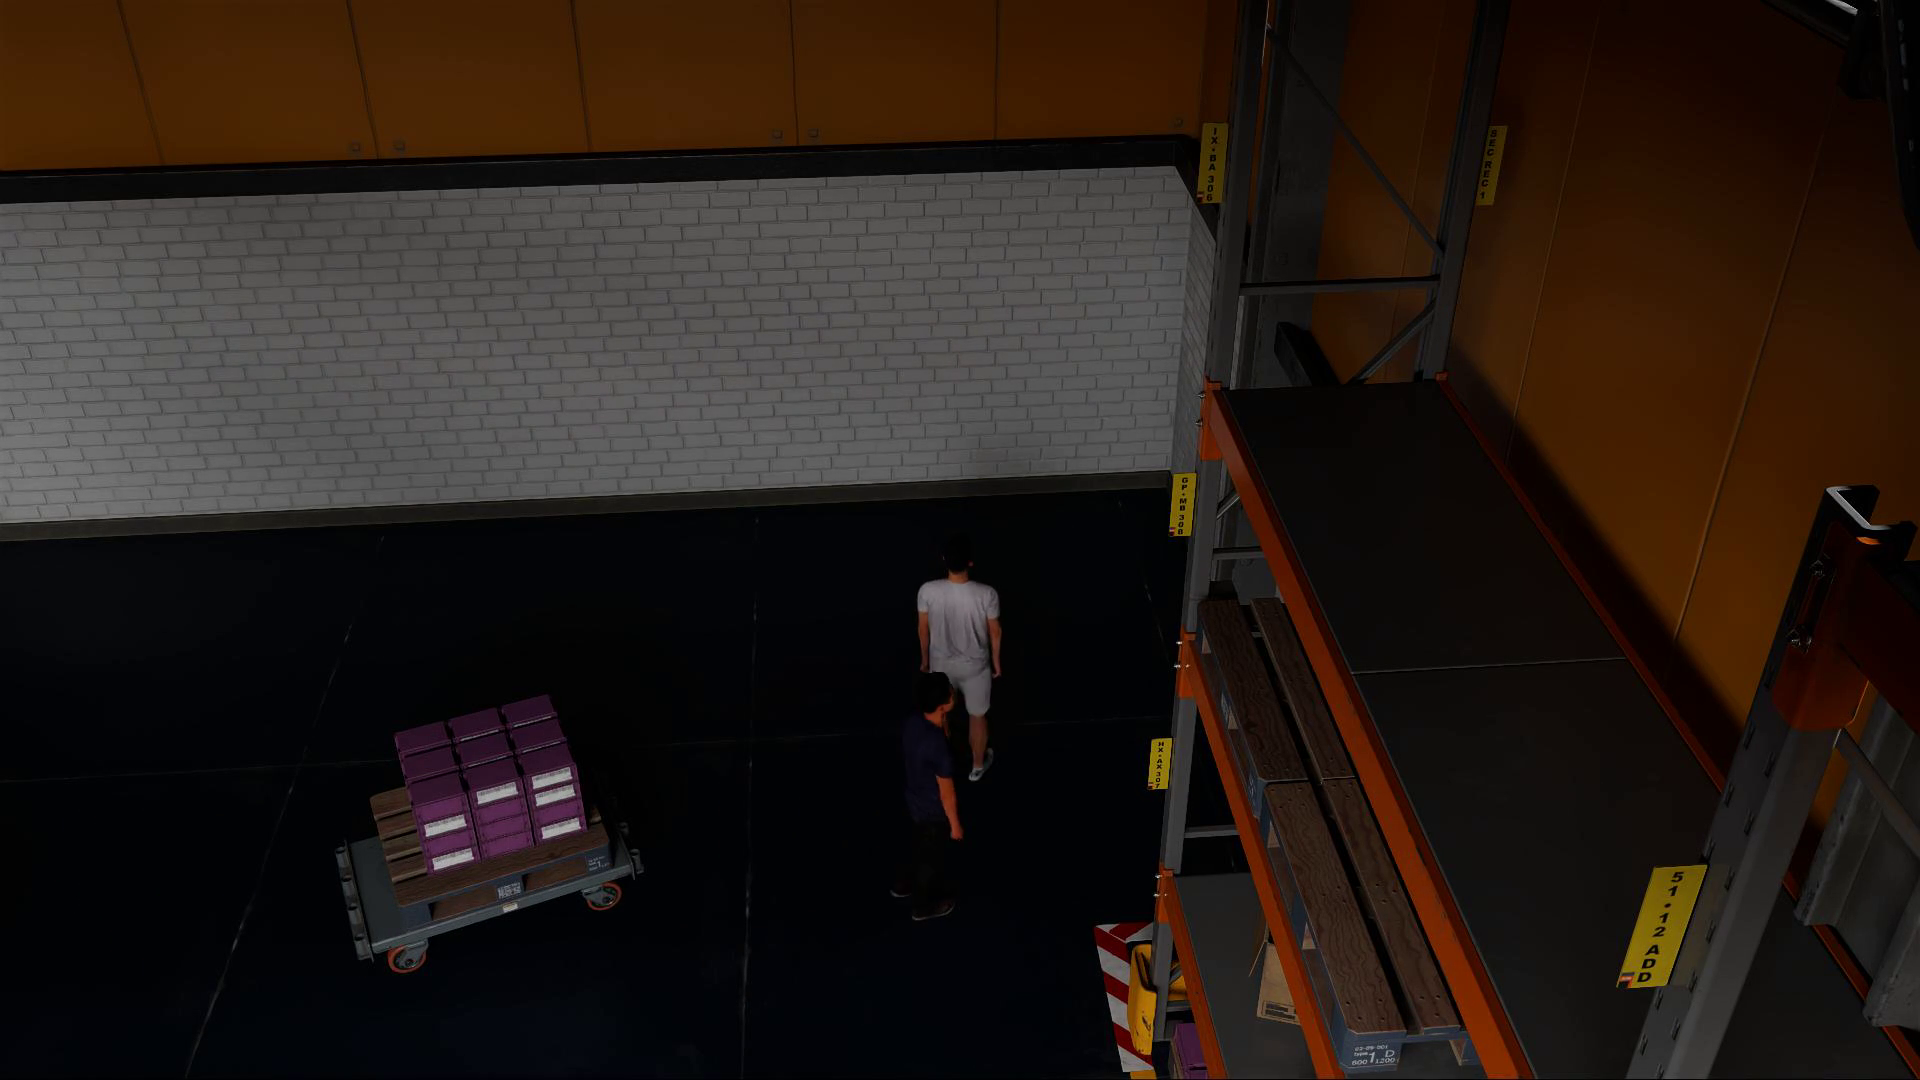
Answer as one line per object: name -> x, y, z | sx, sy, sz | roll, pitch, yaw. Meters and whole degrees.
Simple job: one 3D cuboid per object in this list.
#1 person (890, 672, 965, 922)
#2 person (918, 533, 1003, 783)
person -> -0.251, 1.518, 9.464 | 0.785, 1.779, 0.682 | -13, 36, -18
person -> -0.007, 0.758, 10.540 | 0.727, 1.855, 0.635 | 4, 34, 6
